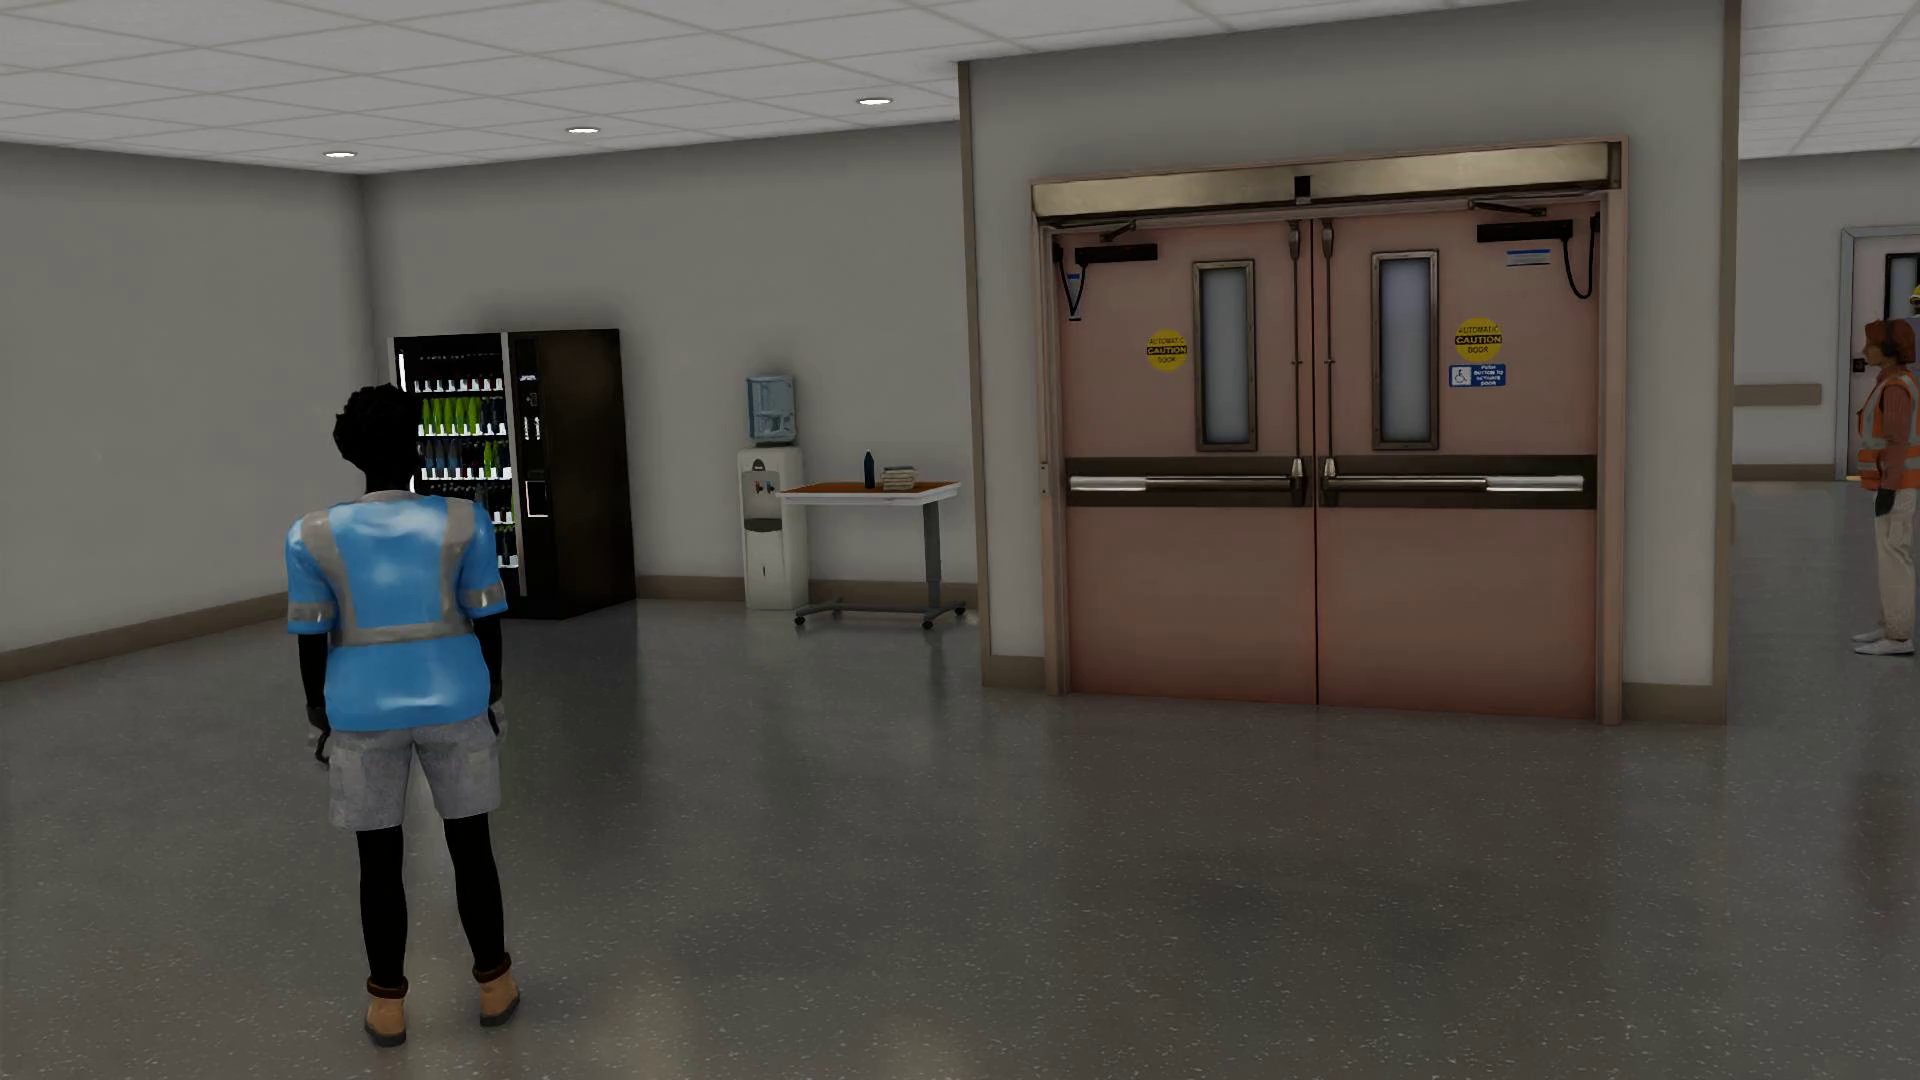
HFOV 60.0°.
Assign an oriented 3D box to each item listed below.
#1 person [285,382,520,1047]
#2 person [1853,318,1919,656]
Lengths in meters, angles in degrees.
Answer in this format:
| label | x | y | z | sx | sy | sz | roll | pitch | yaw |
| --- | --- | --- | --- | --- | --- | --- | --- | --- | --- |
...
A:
| label | x | y | z | sx | sy | sz | roll | pitch | yaw |
| --- | --- | --- | --- | --- | --- | --- | --- | --- | --- |
| person | -1.420 | 0.447 | 4.282 | 0.535 | 1.699 | 0.322 | -5 | 8 | -18 |
| person | 4.525 | -0.256 | 8.088 | 0.310 | 1.638 | 0.523 | 2 | 8 | 29 |
